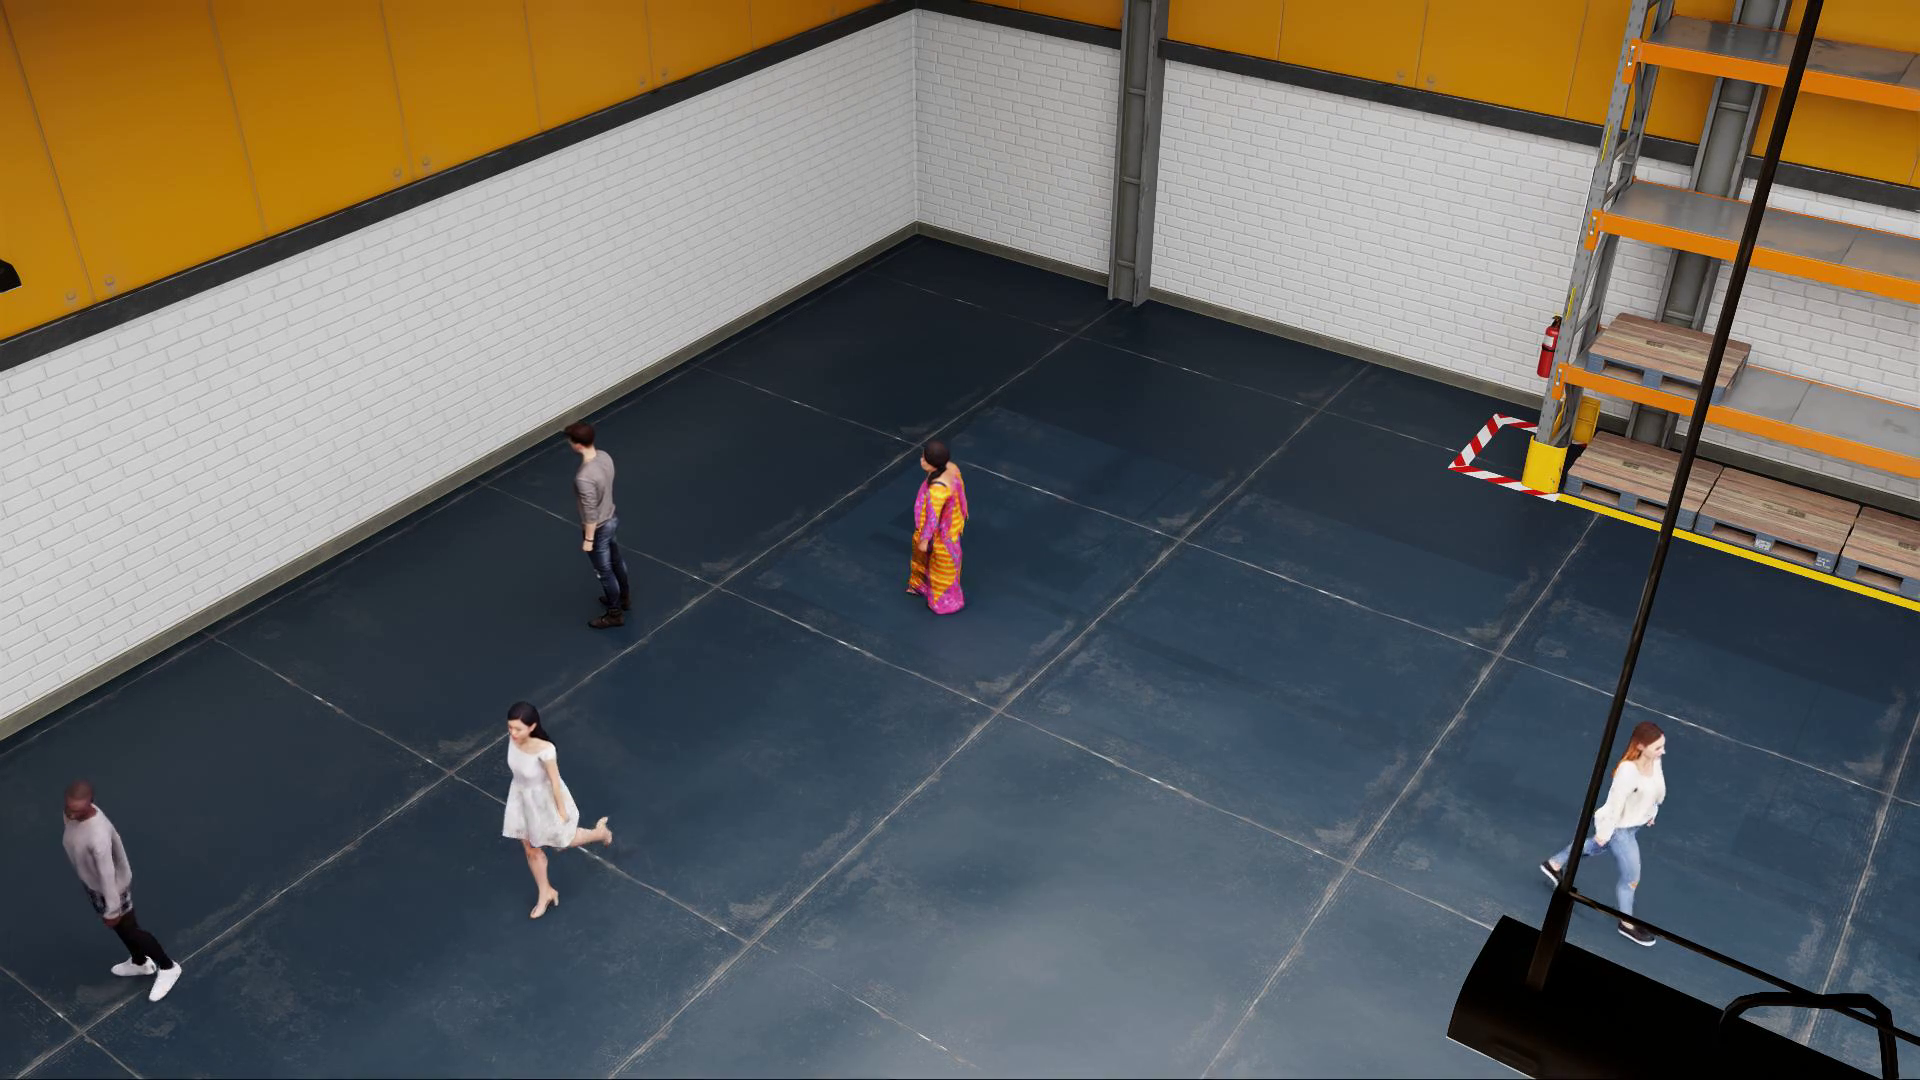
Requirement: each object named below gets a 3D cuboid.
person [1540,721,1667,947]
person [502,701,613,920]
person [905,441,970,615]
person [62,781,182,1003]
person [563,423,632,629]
[{"bbox_3d":[4.302,1.846,11.005,0.754,1.656,1.151,-28,43,-35],"label":"person"},{"bbox_3d":[-2.722,1.735,11.082,0.942,1.755,0.697,24,40,31],"label":"person"},{"bbox_3d":[-0.120,-0.111,13.946,0.920,1.660,0.841,5,34,8],"label":"person"},{"bbox_3d":[-5.371,2.143,10.473,0.798,1.750,0.594,-16,37,-23],"label":"person"},{"bbox_3d":[-2.972,-0.128,13.757,0.743,1.897,0.764,5,34,7],"label":"person"}]
